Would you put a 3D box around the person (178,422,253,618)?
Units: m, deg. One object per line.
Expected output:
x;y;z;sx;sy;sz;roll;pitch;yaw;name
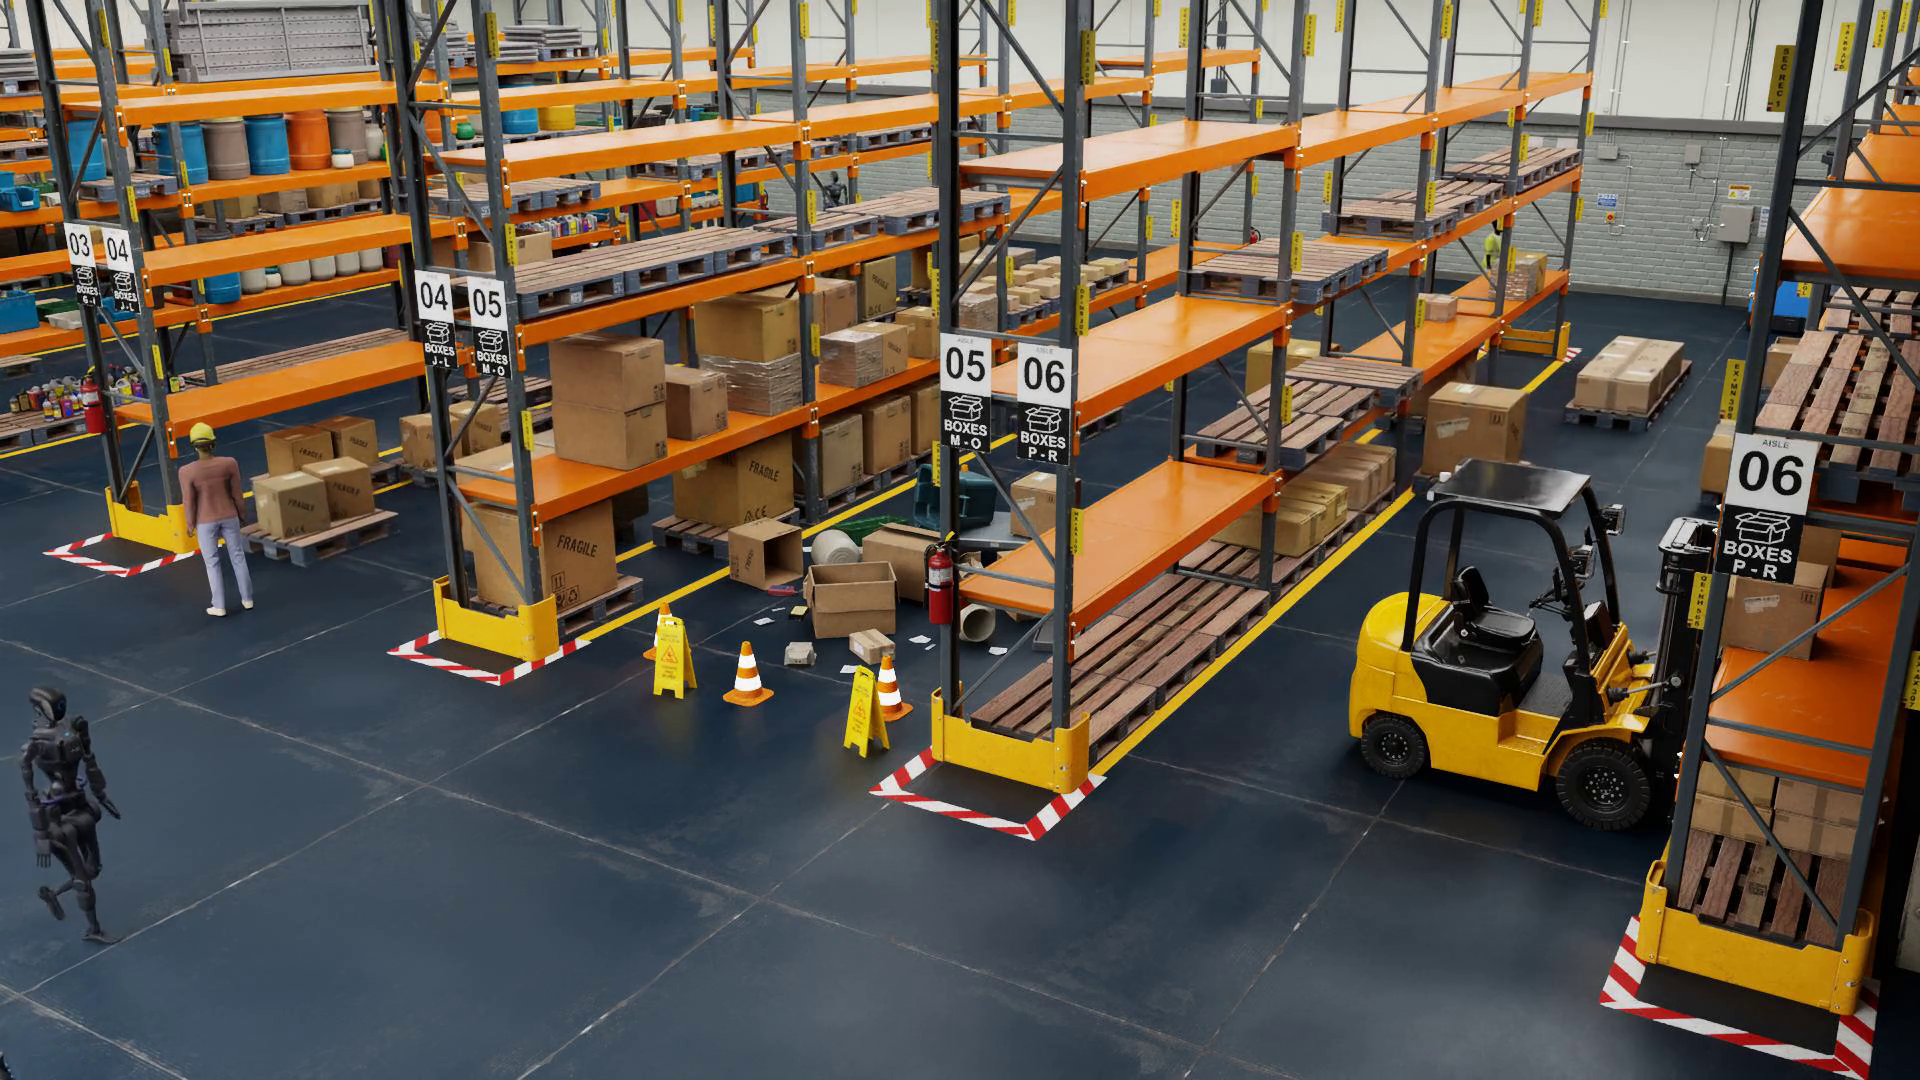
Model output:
-6.652;-0.182;14.853;0.530;1.765;0.322;-17;25;-41;person

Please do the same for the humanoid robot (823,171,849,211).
-2.516;-6.668;33.758;0.588;1.643;0.500;-10;21;-26;humanoid robot

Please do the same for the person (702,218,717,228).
-5.255;-7.050;34.828;0.491;1.688;0.348;-6;20;-17;person

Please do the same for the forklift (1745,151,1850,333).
13.620;-4.667;26.137;1.873;2.768;1.129;11;22;29;forklift

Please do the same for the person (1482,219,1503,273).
8.817;-4.515;27.499;0.534;1.687;0.319;-18;26;-42;person

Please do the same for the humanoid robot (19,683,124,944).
-5.341;1.606;9.837;0.636;1.635;0.609;4;19;11;humanoid robot

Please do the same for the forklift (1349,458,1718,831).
3.988;0.658;11.776;2.313;2.155;1.214;11;22;29;forklift

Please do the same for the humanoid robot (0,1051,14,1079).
-3.920;2.636;6.873;0.589;1.640;0.664;13;23;32;humanoid robot

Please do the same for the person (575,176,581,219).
-7.443;-6.106;31.987;0.541;1.766;0.888;9;21;25;person
